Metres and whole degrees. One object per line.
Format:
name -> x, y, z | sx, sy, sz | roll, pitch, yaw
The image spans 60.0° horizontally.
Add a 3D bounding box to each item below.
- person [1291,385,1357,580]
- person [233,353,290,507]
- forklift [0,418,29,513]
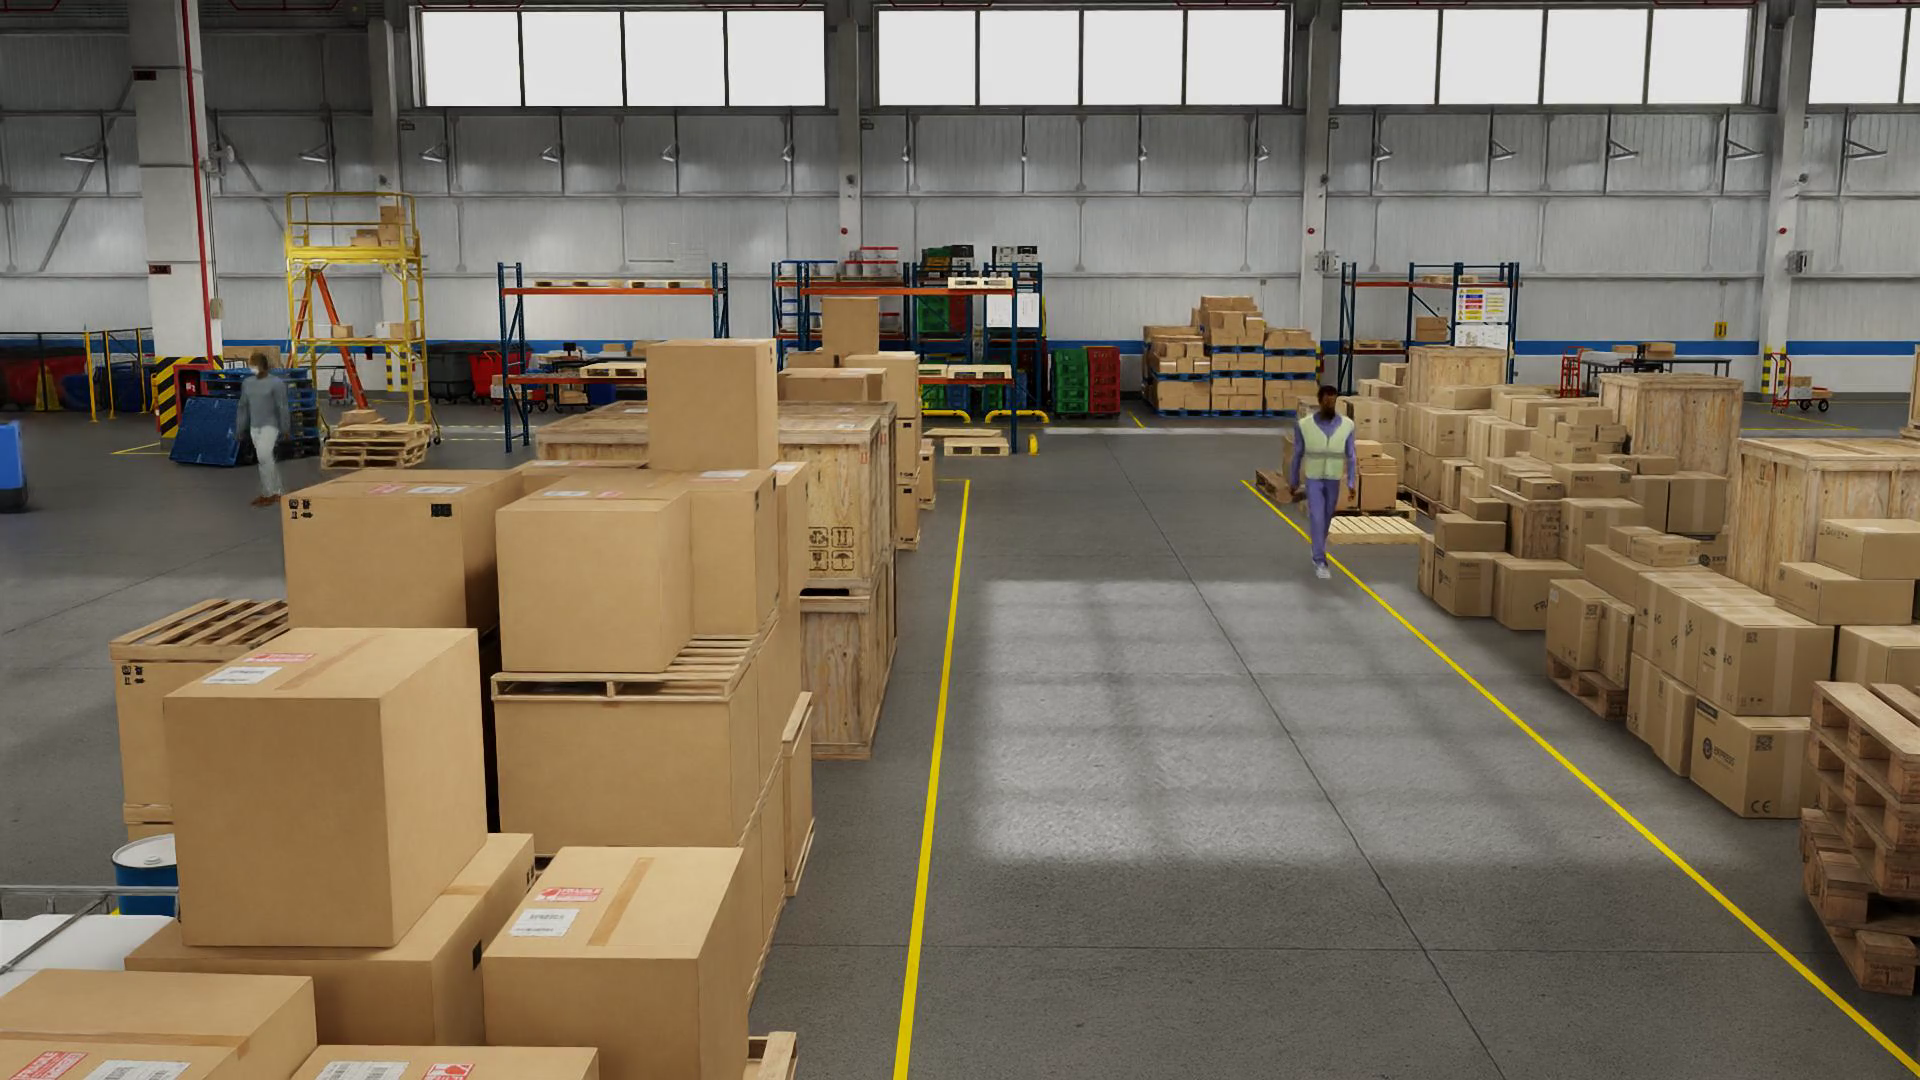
person -> 3.544, -0.601, 16.297 | 0.587, 1.867, 1.048 | -1, 10, -5
person -> -8.761, -1.367, 20.733 | 0.640, 1.909, 0.836 | 4, 10, 24
forklift -> -12.402, -1.724, 19.963 | 1.873, 2.768, 1.129 | -4, 10, -25
